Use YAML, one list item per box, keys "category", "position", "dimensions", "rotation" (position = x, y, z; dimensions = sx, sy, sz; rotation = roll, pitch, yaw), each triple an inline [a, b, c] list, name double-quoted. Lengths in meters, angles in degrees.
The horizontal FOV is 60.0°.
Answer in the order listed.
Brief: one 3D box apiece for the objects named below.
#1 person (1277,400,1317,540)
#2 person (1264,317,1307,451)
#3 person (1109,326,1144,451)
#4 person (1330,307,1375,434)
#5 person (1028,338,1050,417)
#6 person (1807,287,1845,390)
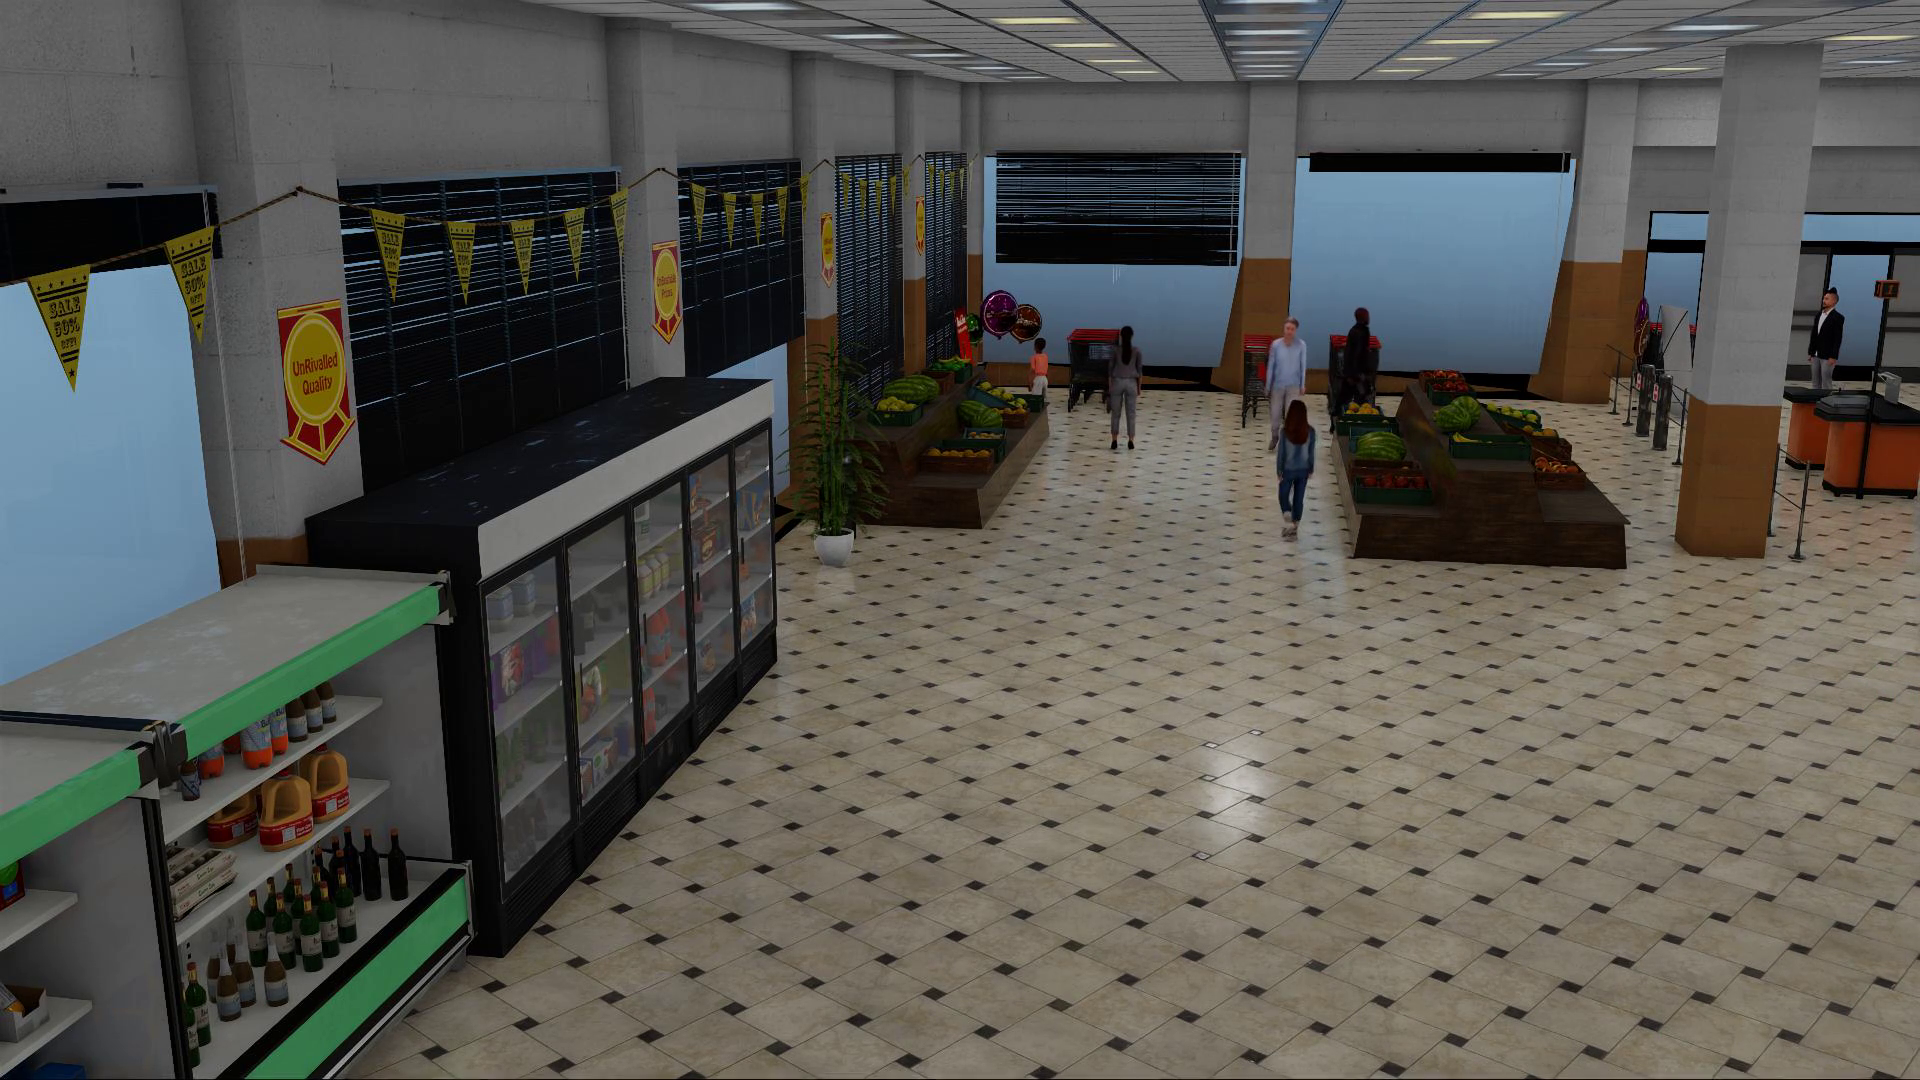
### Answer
- category: "person"
  position: [3.521, -0.712, 17.373]
  dimensions: [0.627, 1.466, 0.677]
  rotation: [-1, 14, -2]
- category: "person"
  position: [4.272, -1.981, 21.827]
  dimensions: [0.731, 1.835, 1.321]
  rotation: [3, 14, 14]
- category: "person"
  position: [2.216, -2.049, 22.444]
  dimensions: [0.618, 1.675, 0.586]
  rotation: [1, 14, 5]
- category: "person"
  position: [5.492, -2.378, 23.530]
  dimensions: [0.887, 1.803, 1.050]
  rotation: [0, 14, -1]
- category: "person"
  position: [1.164, -2.303, 24.266]
  dimensions: [0.569, 1.310, 0.627]
  rotation: [-9, 16, -32]
- category: "person"
  position: [13.080, -2.845, 25.144]
  dimensions: [0.852, 1.950, 0.685]
  rotation: [-3, 14, -13]
